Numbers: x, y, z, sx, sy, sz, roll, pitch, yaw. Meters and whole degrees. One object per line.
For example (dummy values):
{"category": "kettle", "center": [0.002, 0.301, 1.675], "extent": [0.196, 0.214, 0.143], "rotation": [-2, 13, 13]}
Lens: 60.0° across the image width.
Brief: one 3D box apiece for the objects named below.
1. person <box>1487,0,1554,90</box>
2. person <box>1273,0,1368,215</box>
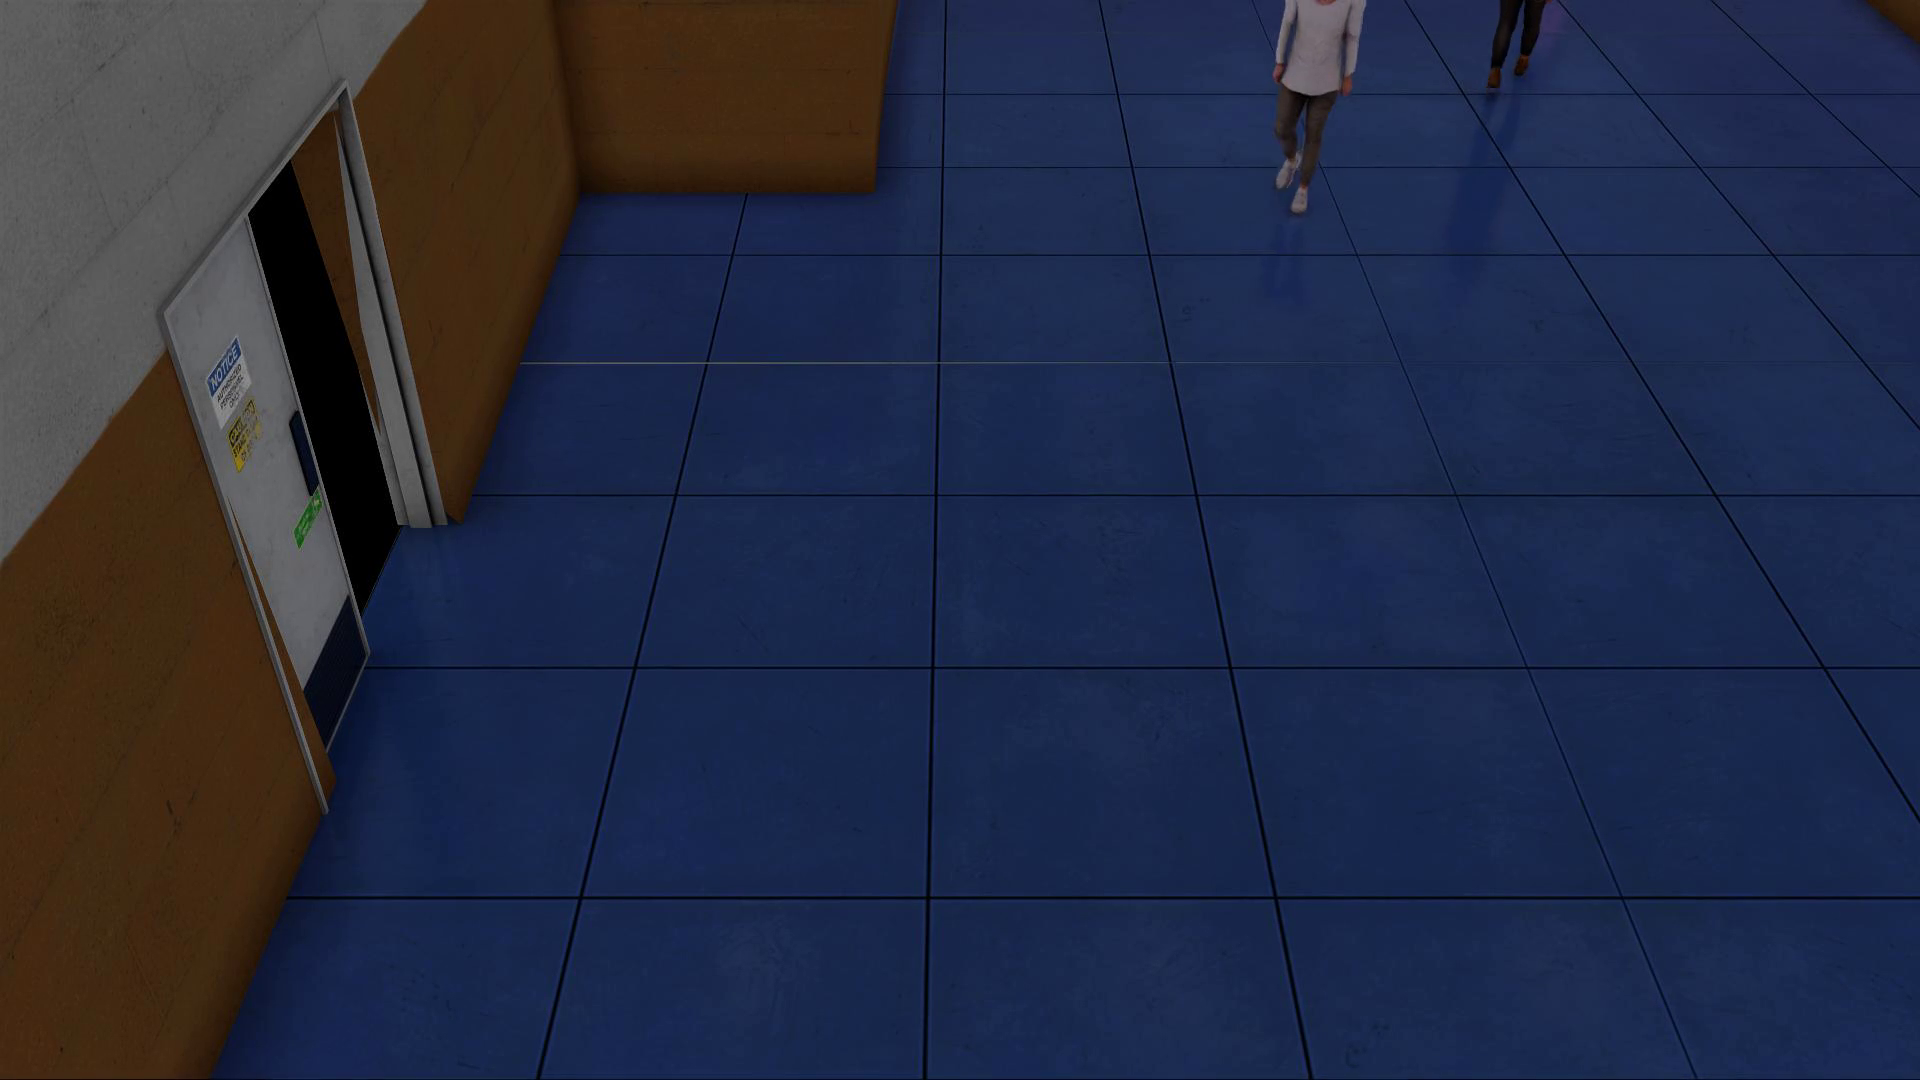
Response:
{"category": "person", "center": [4.205, -4.171, 12.366], "extent": [1.102, 1.683, 0.975], "rotation": [15, 39, 19]}
{"category": "person", "center": [2.292, -3.056, 10.754], "extent": [0.783, 1.835, 0.853], "rotation": [12, 38, 15]}
